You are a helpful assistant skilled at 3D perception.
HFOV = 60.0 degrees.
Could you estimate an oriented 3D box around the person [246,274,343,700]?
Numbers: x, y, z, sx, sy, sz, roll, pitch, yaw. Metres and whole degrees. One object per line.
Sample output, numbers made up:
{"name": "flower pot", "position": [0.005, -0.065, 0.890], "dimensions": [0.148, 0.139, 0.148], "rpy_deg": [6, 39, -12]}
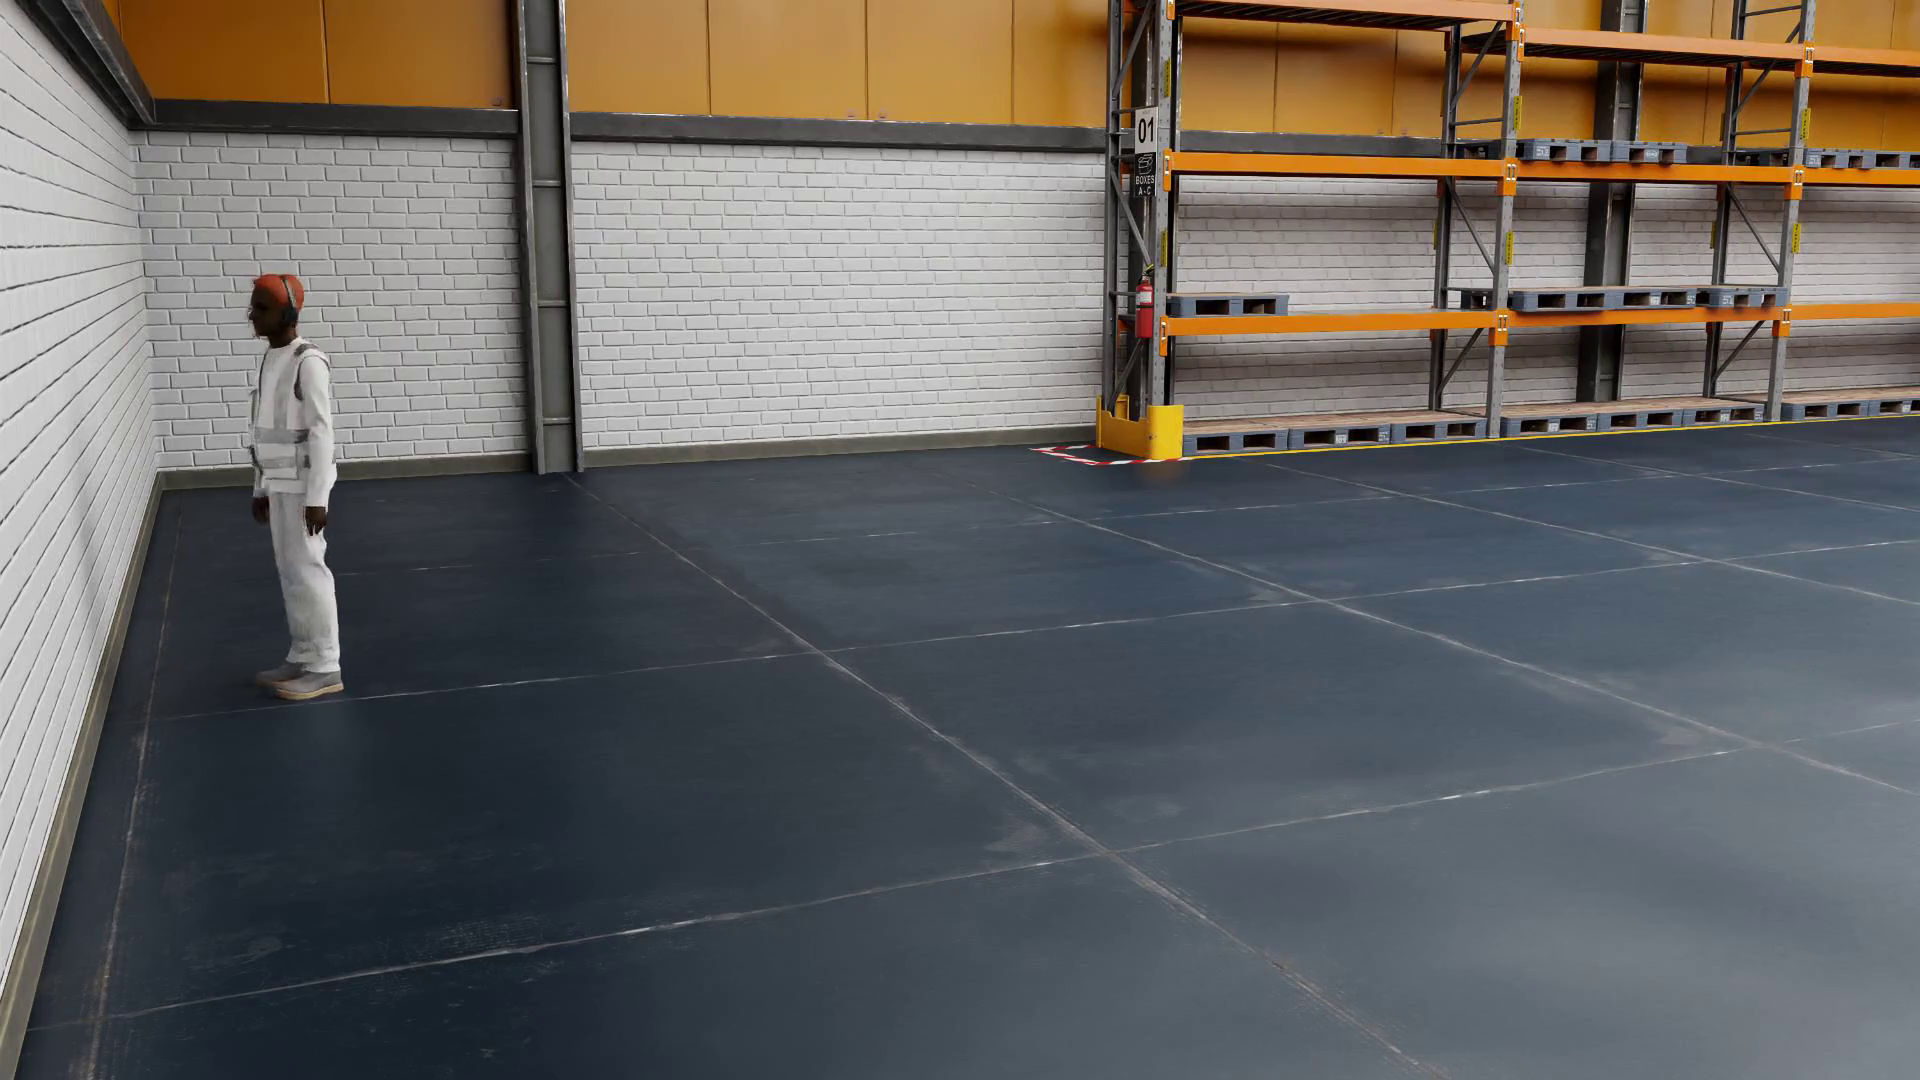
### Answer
{"name": "person", "position": [-2.980, -0.235, 7.428], "dimensions": [0.361, 1.878, 0.617], "rpy_deg": [-9, 13, -41]}
